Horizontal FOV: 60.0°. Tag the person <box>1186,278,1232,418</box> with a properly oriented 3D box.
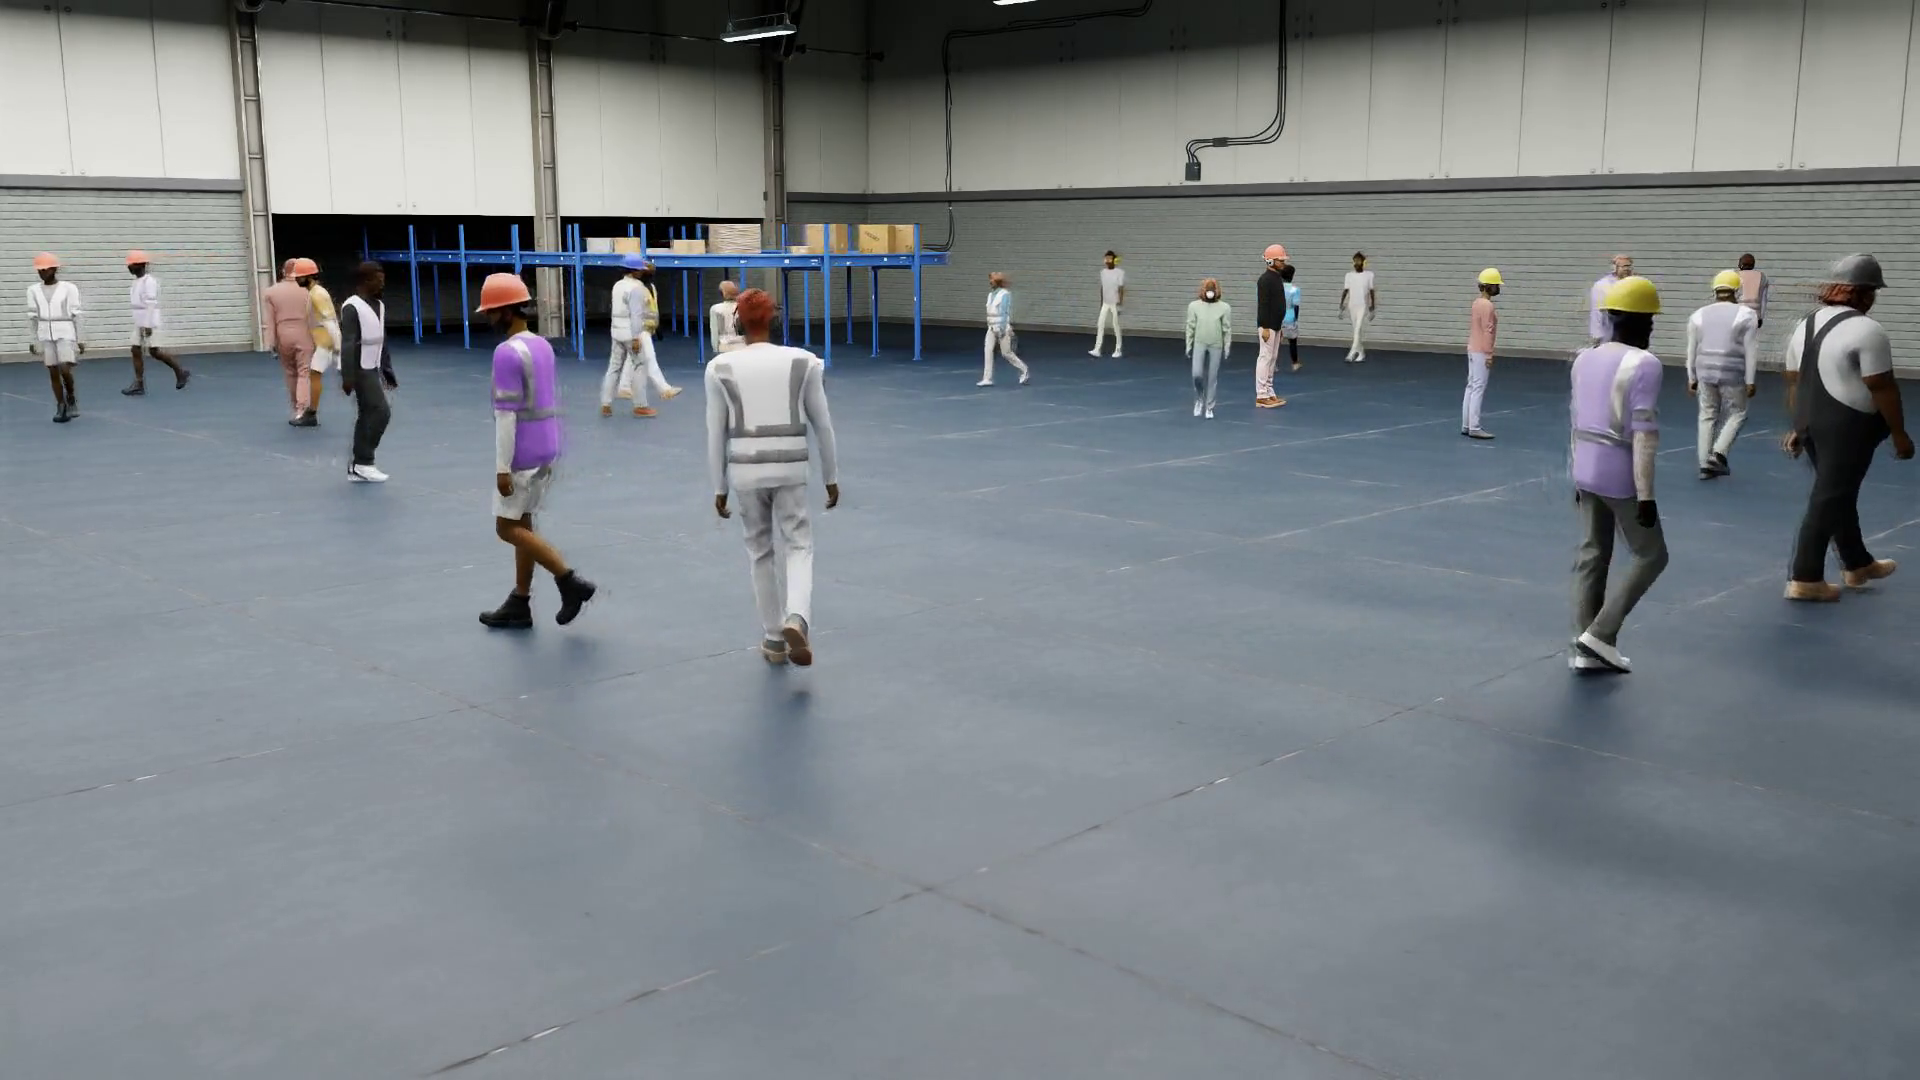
[{"bbox_3d":[2.872,-2.212,19.211,0.522,1.618,0.424,2,10,8],"label":"person"}]

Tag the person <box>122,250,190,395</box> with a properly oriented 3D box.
[{"bbox_3d":[-10.874,-2.924,22.312,0.549,1.917,0.808,8,13,36],"label":"person"}]

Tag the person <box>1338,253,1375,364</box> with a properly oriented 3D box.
[{"bbox_3d":[6.598,-3.855,27.677,0.547,1.818,0.998,7,12,33],"label":"person"}]

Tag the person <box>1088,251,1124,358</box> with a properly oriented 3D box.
[{"bbox_3d":[2.561,-4.065,28.774,0.545,1.833,0.891,8,13,37],"label":"person"}]

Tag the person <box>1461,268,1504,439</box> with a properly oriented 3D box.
[{"bbox_3d":[5.495,-1.956,17.445,0.329,1.767,0.528,1,10,3],"label":"person"}]

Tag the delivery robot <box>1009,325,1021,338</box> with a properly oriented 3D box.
[{"bbox_3d":[0.855,-3.651,29.141,0.335,0.223,0.698,3,11,15],"label":"delivery robot"}]

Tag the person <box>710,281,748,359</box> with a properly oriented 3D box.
[{"bbox_3d":[-2.629,-2.185,19.167,0.524,1.595,0.877,-6,12,-28],"label":"person"}]

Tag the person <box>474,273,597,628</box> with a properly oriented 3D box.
[{"bbox_3d":[-2.276,-0.457,8.863,0.652,1.915,0.567,2,11,10],"label":"person"}]

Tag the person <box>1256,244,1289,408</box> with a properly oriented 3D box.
[{"bbox_3d":[3.869,-2.654,20.625,0.382,1.995,0.612,5,12,27],"label":"person"}]

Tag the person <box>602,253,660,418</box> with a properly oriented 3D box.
[{"bbox_3d":[-3.916,-2.382,19.429,0.603,1.912,0.650,-8,13,-38],"label":"person"}]

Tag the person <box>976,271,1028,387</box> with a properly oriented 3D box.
[{"bbox_3d":[0.599,-2.978,23.438,0.721,1.609,0.510,-7,13,-34],"label":"person"}]

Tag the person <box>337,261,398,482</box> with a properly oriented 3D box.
[{"bbox_3d":[-5.078,-1.445,14.326,0.514,1.894,0.590,0,10,0],"label":"person"}]

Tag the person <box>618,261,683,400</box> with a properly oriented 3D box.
[{"bbox_3d":[-4.030,-2.689,21.401,0.990,1.773,0.704,2,11,11],"label":"person"}]

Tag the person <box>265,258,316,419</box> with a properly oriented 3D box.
[{"bbox_3d":[-7.530,-2.270,18.960,0.638,1.854,0.986,-1,10,-5],"label":"person"}]

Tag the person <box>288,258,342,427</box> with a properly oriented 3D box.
[{"bbox_3d":[-7.006,-2.228,18.671,1.032,1.878,0.589,-3,11,-18],"label":"person"}]

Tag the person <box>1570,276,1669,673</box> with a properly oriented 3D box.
[{"bbox_3d":[3.148,-0.293,7.955,0.416,1.915,0.609,-3,11,-17],"label":"person"}]

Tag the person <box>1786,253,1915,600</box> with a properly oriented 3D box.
[{"bbox_3d":[5.280,-0.656,9.723,0.859,2.000,0.694,-1,10,-4],"label":"person"}]

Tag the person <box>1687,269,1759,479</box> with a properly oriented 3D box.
[{"bbox_3d":[6.619,-1.432,14.448,0.429,1.813,0.613,-10,14,-42],"label":"person"}]

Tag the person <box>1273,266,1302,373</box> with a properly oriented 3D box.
[{"bbox_3d":[5.048,-3.415,25.726,0.545,1.661,0.760,8,13,36],"label":"person"}]

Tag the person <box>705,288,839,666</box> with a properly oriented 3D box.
[{"bbox_3d":[-0.909,-0.287,8.091,0.622,1.862,0.679,-2,11,-8],"label":"person"}]

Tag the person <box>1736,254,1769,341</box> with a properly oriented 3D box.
[{"bbox_3d":[11.459,-3.261,24.355,0.627,1.844,0.429,1,10,3],"label":"person"}]

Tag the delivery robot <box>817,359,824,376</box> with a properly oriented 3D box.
[{"bbox_3d":[-2.186,-2.374,22.887,0.477,0.478,0.707,6,12,30],"label":"delivery robot"}]

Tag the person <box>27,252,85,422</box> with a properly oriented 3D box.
[{"bbox_3d":[-10.277,-2.295,18.870,0.566,1.916,0.443,-1,10,-5],"label":"person"}]

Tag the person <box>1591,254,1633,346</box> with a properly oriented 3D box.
[{"bbox_3d":[7.729,-2.398,19.519,0.649,1.886,0.653,0,10,0],"label":"person"}]
